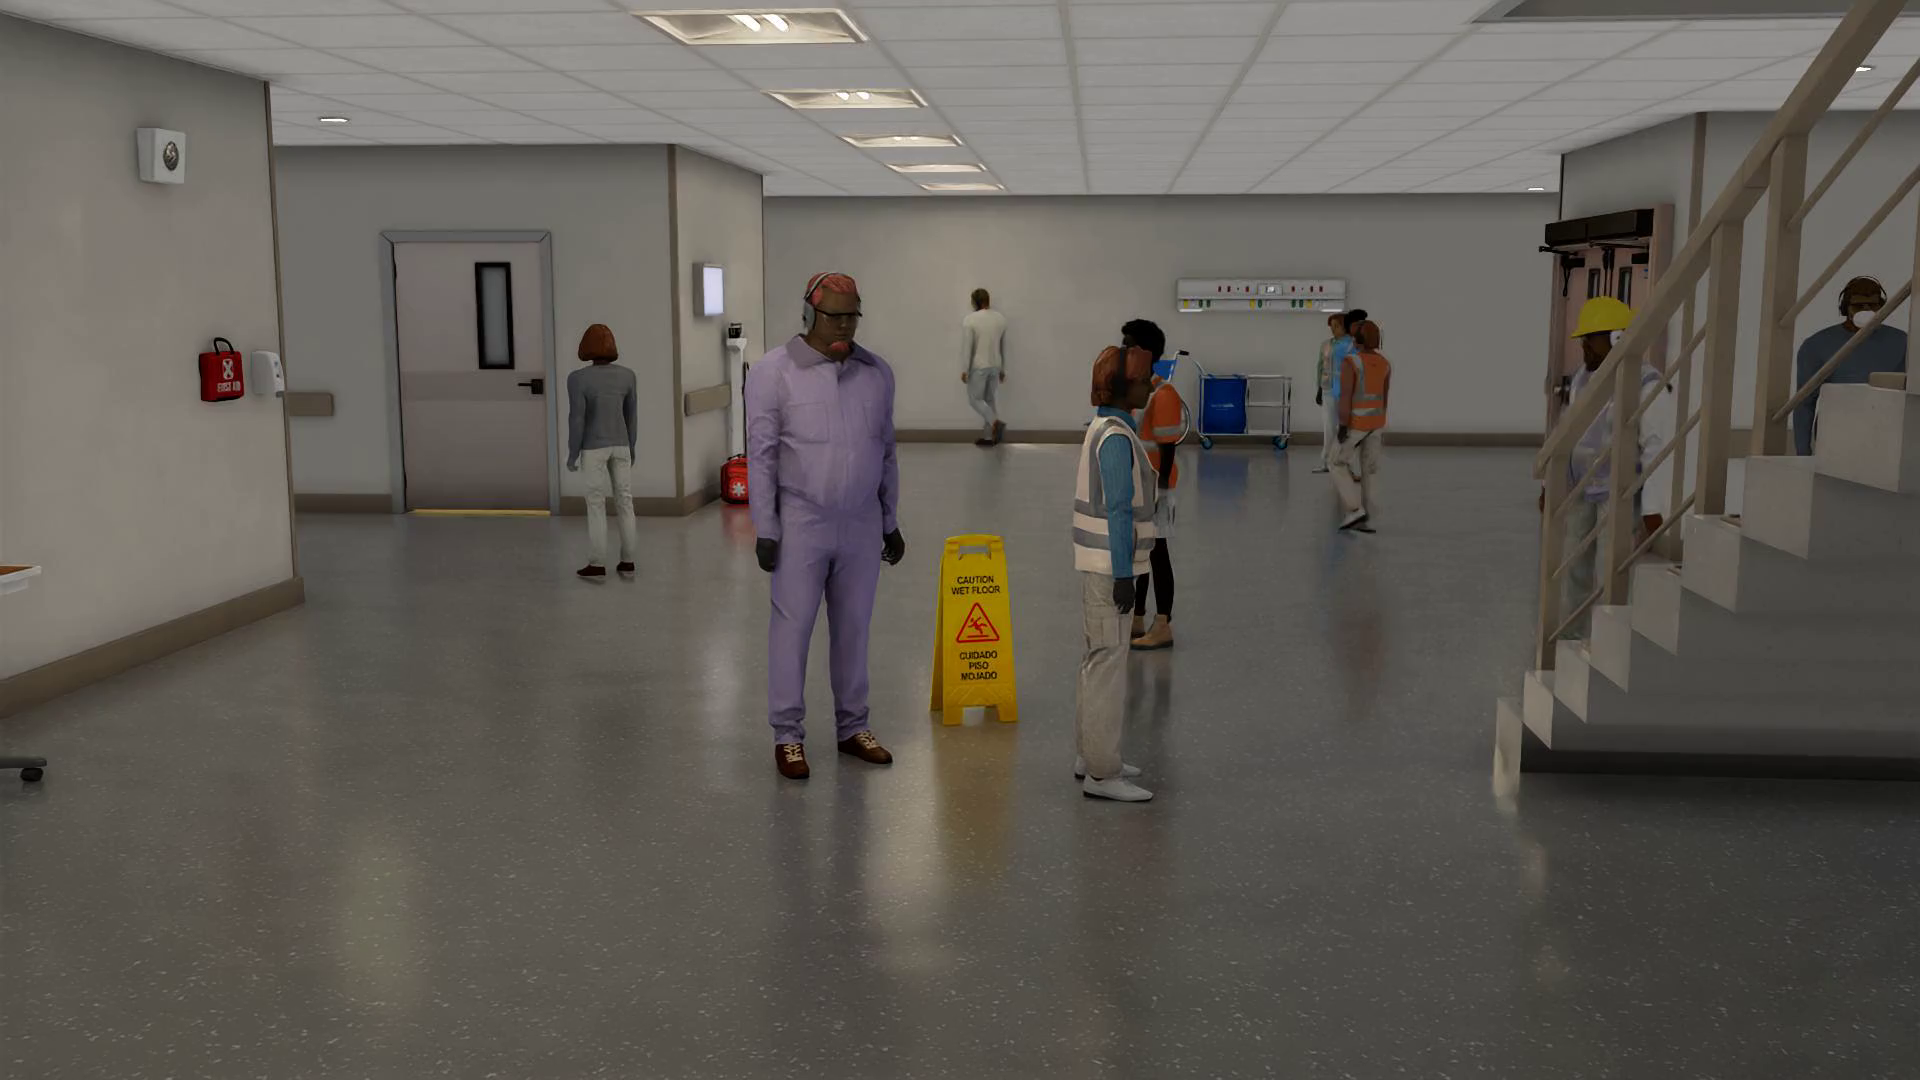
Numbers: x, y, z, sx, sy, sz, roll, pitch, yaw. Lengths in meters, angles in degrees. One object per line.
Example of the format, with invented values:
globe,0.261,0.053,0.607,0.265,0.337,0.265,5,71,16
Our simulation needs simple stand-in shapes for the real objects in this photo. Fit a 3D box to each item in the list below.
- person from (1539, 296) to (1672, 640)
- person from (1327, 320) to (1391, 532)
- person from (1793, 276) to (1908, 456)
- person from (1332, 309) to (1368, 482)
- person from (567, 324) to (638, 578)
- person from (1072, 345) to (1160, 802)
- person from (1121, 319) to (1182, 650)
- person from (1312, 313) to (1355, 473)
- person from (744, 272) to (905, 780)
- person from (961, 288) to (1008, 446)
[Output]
person,3.033,-0.229,7.797,0.438,1.814,0.588,-2,9,-13
person,3.065,-0.869,12.752,0.548,1.624,0.375,-5,10,-32
person,5.085,-0.532,9.482,0.641,1.927,0.386,2,9,11
person,3.790,-1.386,16.055,0.369,1.683,0.556,-1,8,-9
person,-2.300,-0.570,10.713,0.497,1.633,0.283,-8,11,-42
person,0.561,0.115,6.043,0.310,1.638,0.523,0,8,0
person,0.936,-0.286,8.570,0.317,1.695,0.538,-4,9,-23
person,3.839,-1.477,16.872,0.310,1.636,0.523,-8,11,-42
person,-0.493,-0.059,6.342,0.639,1.903,0.407,-5,10,-32
person,0.326,-2.040,19.763,0.643,1.914,0.692,-6,10,-35
